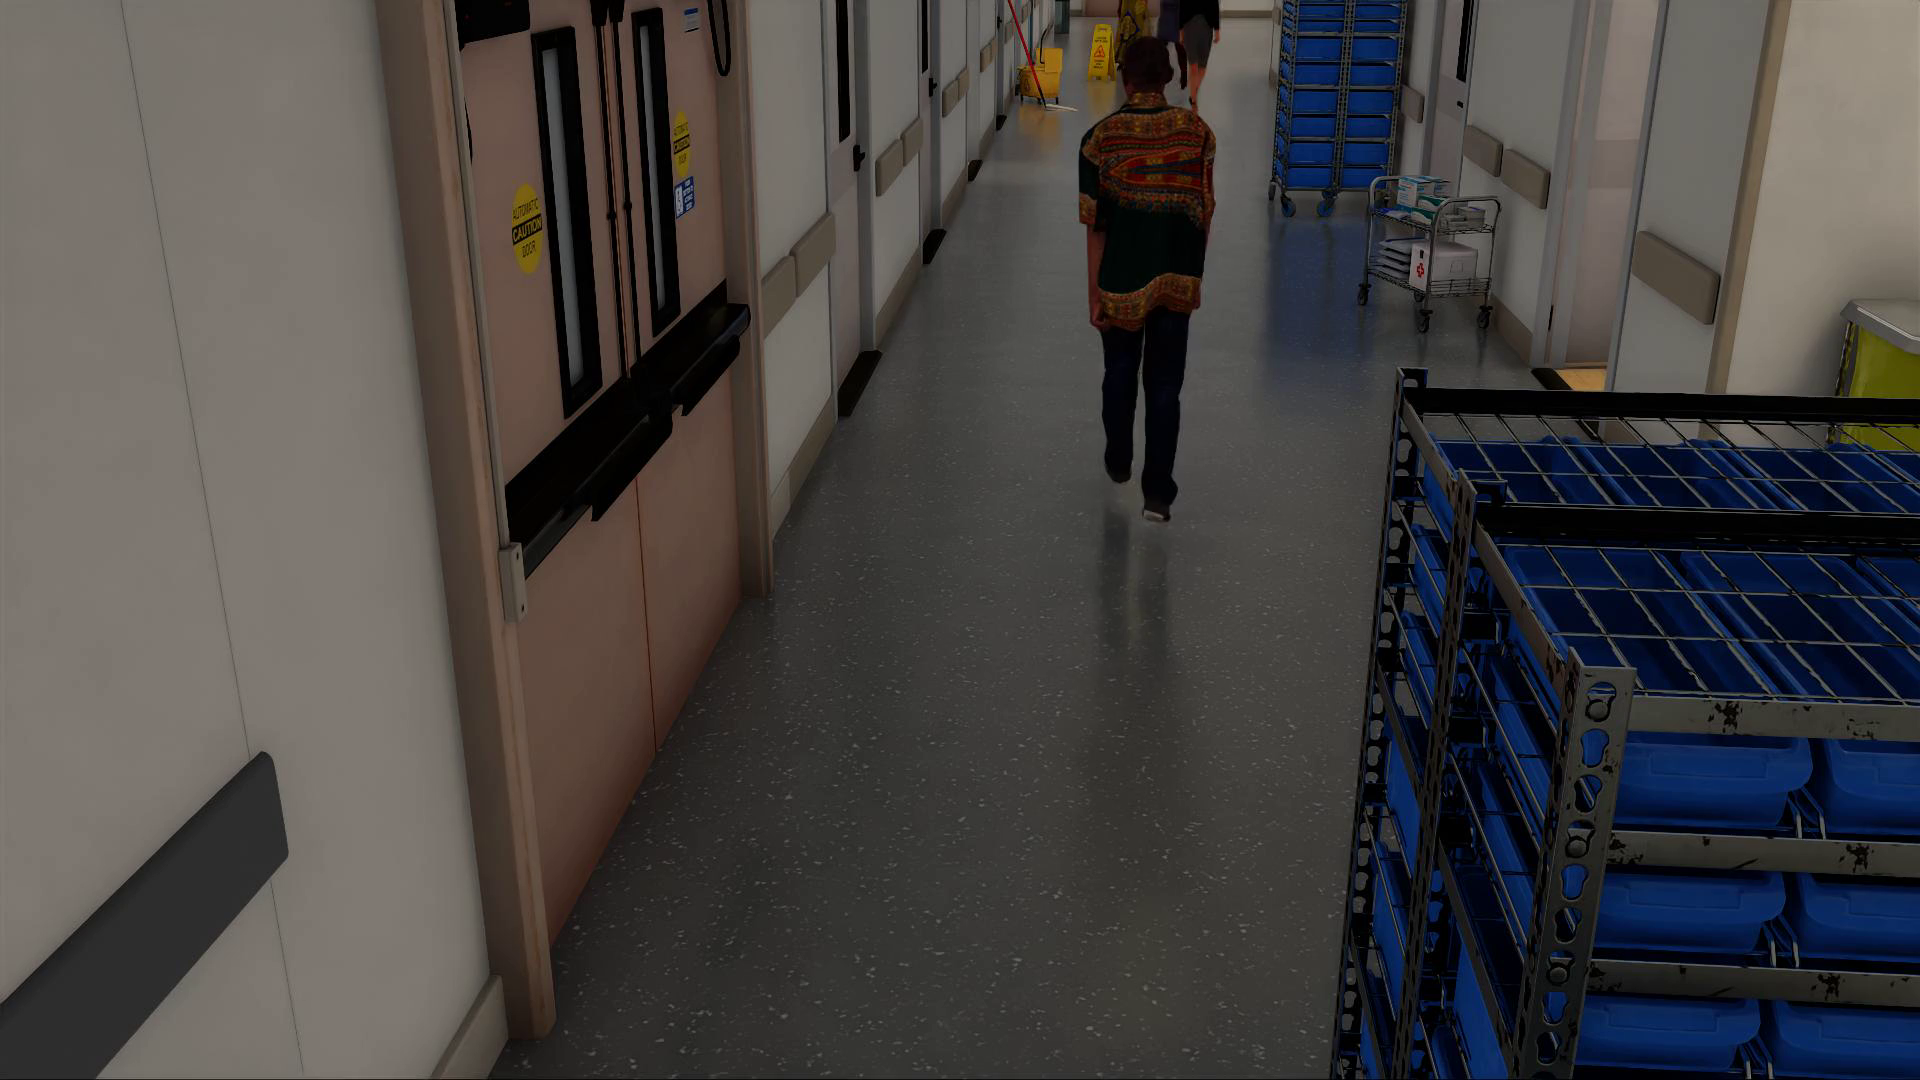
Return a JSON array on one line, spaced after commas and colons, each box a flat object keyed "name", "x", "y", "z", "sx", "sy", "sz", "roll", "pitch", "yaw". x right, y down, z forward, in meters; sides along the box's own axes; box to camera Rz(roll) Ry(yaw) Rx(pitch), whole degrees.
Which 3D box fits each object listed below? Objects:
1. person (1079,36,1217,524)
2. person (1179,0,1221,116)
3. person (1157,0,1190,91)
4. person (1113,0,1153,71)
[{"name": "person", "x": 0.715, "y": -0.921, "z": 6.211, "sx": 0.691, "sy": 1.773, "sz": 1.184, "roll": 1, "pitch": 21, "yaw": 3}, {"name": "person", "x": 2.678, "y": -5.660, "z": 18.739, "sx": 0.632, "sy": 1.802, "sz": 1.152, "roll": 1, "pitch": 21, "yaw": 3}, {"name": "person", "x": 2.661, "y": -6.574, "z": 21.337, "sx": 1.003, "sy": 1.671, "sz": 1.169, "roll": 19, "pitch": 28, "yaw": 40}, {"name": "person", "x": 2.581, "y": -7.852, "z": 24.726, "sx": 0.937, "sy": 1.661, "sz": 0.888, "roll": 7, "pitch": 22, "yaw": 19}]
